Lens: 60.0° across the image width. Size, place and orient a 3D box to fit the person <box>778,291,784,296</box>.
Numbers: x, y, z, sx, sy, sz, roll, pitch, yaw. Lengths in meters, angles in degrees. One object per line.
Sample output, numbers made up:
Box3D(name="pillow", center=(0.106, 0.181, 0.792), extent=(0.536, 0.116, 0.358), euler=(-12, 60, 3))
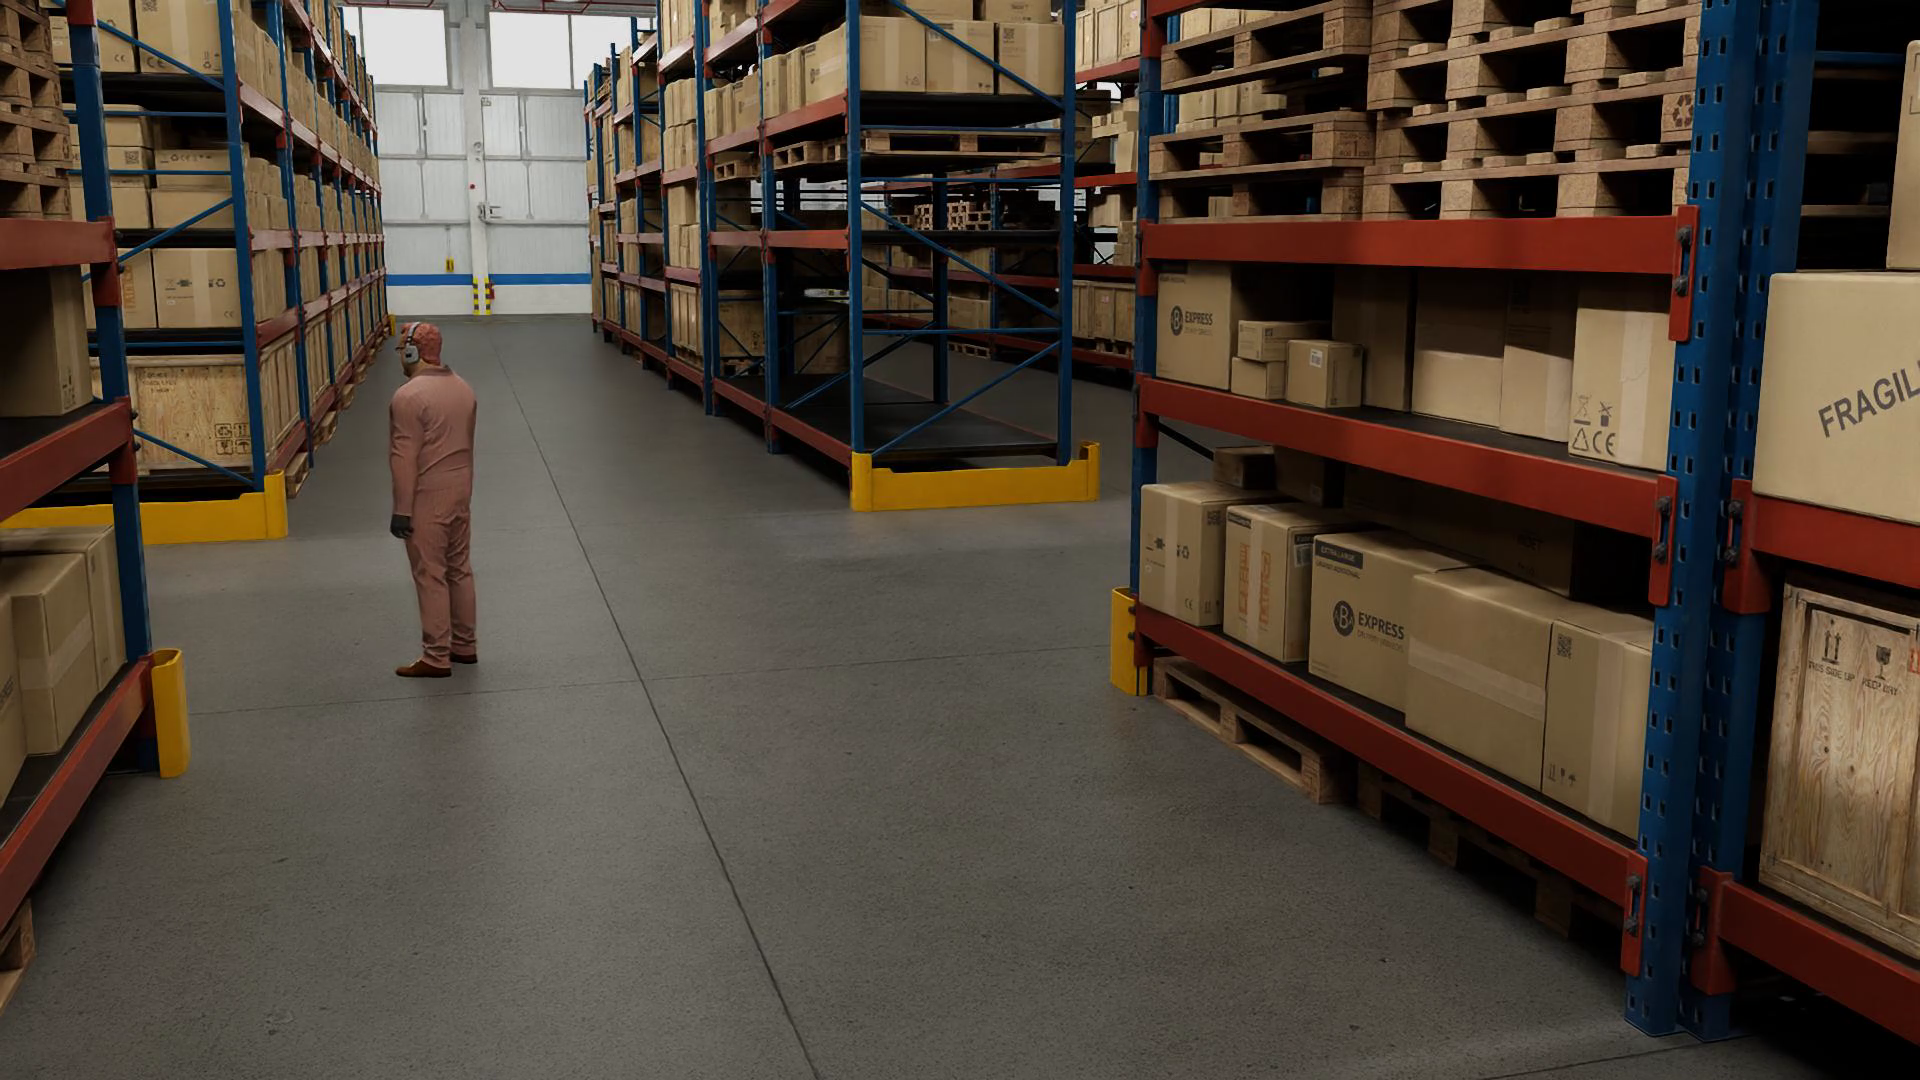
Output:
Box3D(name="person", center=(-4.001, -5.435, 37.776), extent=(0.598, 1.820, 0.545), euler=(-6, 12, -29))

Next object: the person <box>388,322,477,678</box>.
Box3D(name="person", center=(-2.854, -0.217, 8.958), extent=(0.400, 1.902, 0.641), euler=(3, 11, 14))
